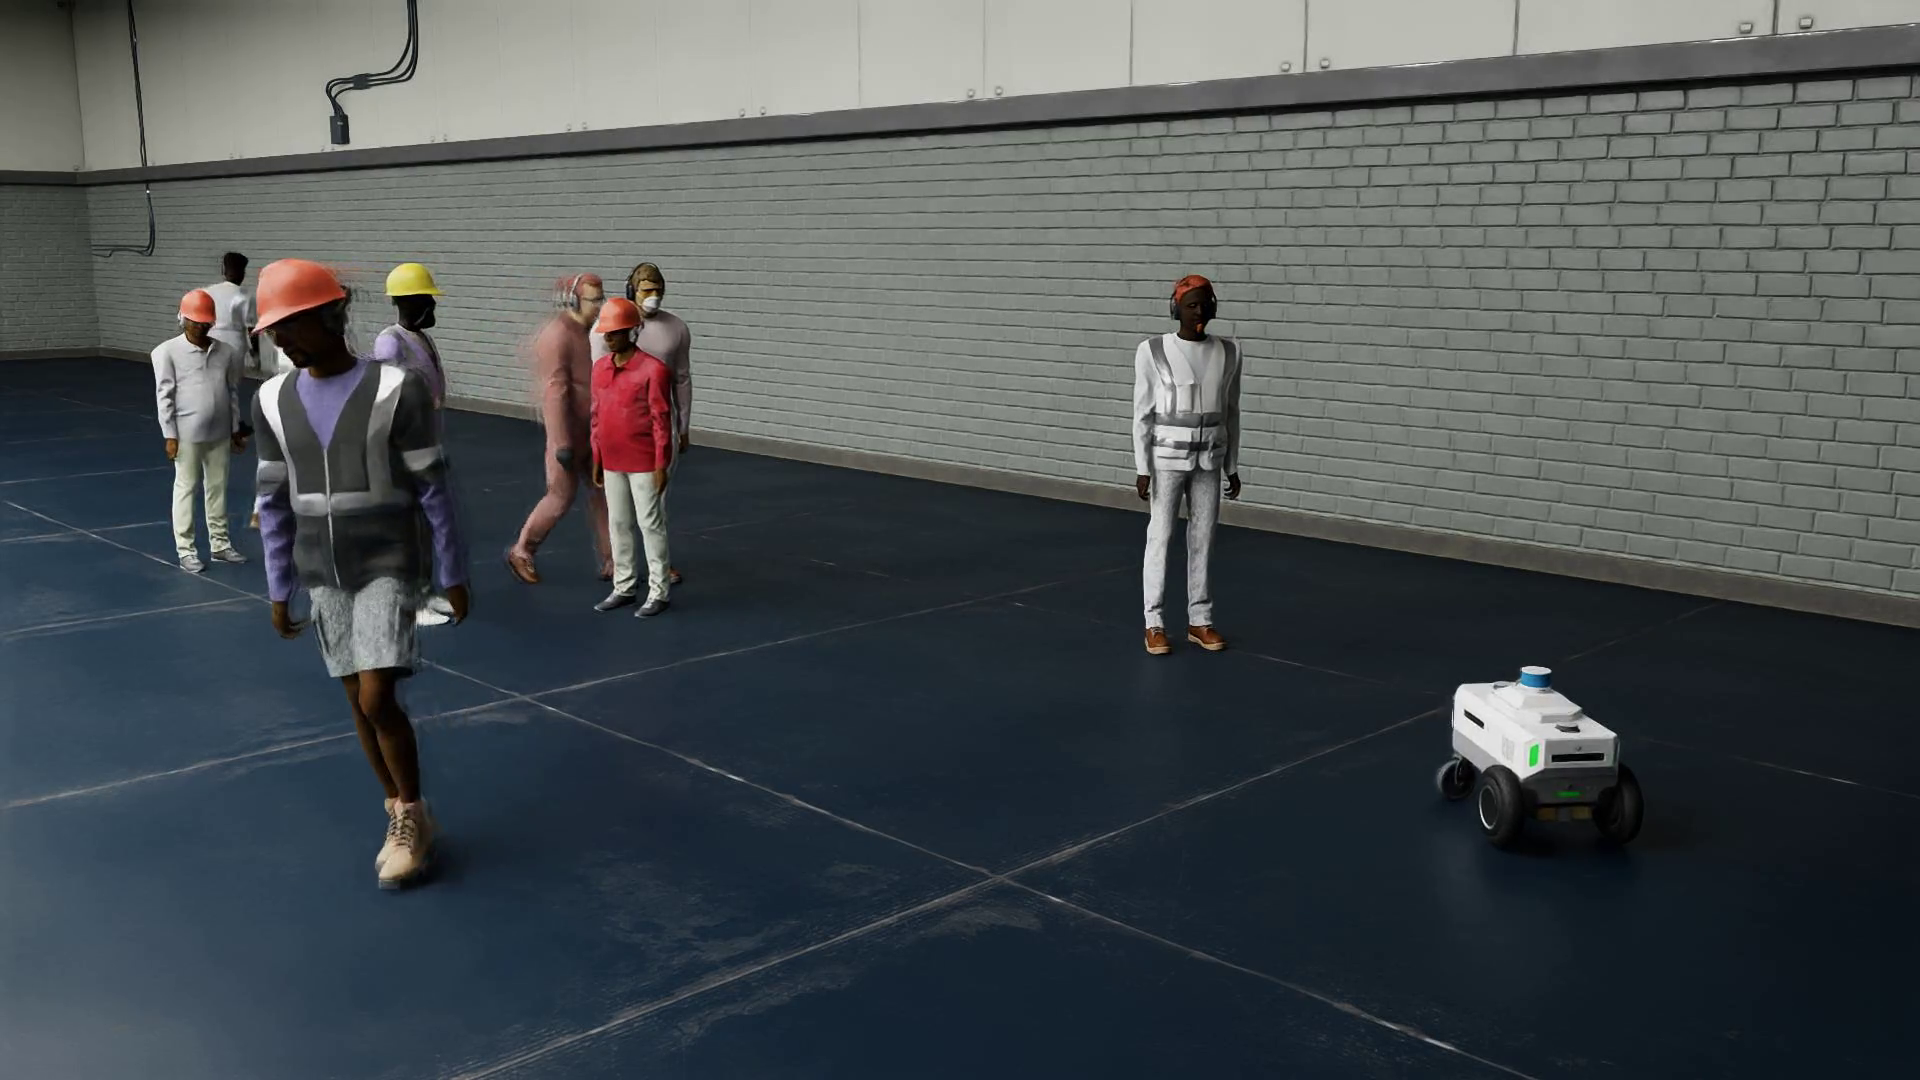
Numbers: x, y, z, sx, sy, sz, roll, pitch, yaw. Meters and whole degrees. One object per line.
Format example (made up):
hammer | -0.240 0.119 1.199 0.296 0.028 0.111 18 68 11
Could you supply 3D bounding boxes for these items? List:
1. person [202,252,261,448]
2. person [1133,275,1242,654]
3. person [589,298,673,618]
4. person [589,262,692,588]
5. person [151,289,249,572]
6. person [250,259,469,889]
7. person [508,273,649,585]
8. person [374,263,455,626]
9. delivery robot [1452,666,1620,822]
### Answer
person | -7.148 -1.860 16.338 0.680 1.921 0.849 3 11 15
person | 1.138 -0.372 8.304 0.576 1.882 0.355 -3 11 -16
person | -1.819 -0.447 9.097 0.571 1.743 0.351 7 12 33
person | -1.862 -0.668 9.829 0.624 1.925 0.391 -7 12 -33
person | -4.720 -0.687 10.397 0.347 1.742 0.565 6 12 30
person | -1.955 0.122 5.292 0.667 1.998 0.625 1 10 8
person | -2.306 -0.644 9.870 0.795 1.879 0.647 4 11 22
person | -2.913 -0.513 8.944 0.359 1.930 0.588 0 10 -1
delivery robot | 2.024 0.690 5.880 0.477 0.478 0.707 -1 11 -5
